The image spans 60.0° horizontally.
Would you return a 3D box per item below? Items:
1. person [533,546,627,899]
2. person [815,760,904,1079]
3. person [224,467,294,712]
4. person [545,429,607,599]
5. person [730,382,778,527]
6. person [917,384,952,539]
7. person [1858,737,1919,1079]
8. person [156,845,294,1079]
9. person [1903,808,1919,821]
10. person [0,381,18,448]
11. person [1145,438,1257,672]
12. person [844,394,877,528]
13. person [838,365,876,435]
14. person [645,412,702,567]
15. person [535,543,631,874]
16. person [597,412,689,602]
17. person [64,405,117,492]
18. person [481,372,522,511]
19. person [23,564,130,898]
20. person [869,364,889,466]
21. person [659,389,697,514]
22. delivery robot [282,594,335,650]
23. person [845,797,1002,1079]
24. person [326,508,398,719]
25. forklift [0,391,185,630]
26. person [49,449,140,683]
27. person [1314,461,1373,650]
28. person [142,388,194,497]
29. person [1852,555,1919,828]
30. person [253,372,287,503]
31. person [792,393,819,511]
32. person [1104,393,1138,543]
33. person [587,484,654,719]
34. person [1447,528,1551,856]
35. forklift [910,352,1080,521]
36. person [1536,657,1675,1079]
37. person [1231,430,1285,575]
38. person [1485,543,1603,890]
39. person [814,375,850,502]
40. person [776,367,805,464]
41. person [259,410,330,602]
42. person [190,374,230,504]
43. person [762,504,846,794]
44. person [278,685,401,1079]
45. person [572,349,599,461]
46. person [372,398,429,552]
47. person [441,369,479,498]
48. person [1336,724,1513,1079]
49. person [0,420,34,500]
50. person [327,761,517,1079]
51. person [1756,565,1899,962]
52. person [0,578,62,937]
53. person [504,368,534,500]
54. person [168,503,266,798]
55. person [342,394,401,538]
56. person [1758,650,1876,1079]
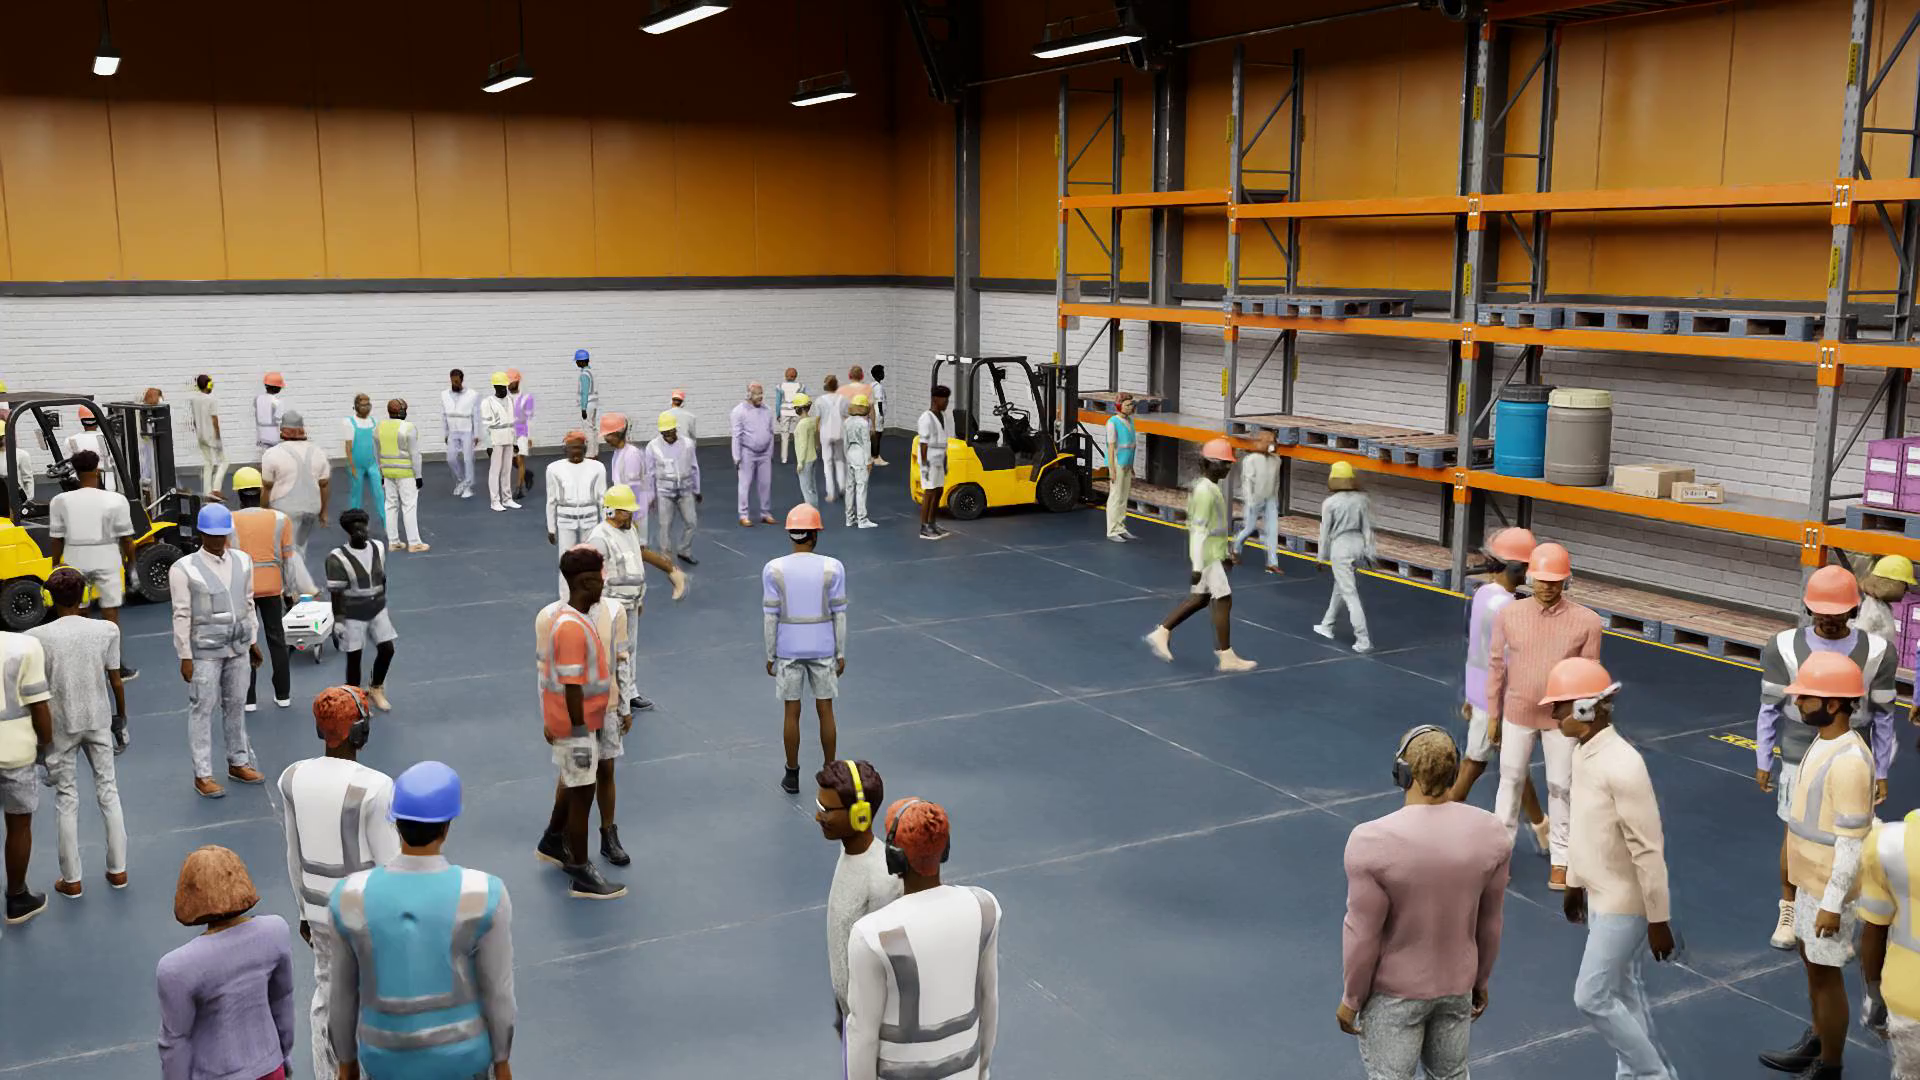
[{"bbox_3d":[-2.170,1.011,9.286,0.558,1.962,0.708,-1,10,-9],"label":"person"},{"bbox_3d":[-0.341,1.666,5.800,0.325,1.862,0.511,-3,10,-18],"label":"person"},{"bbox_3d":[-5.511,0.386,13.012,0.582,1.919,0.394,-8,13,-38],"label":"person"},{"bbox_3d":[-3.699,-0.132,16.092,0.575,1.881,0.366,-3,10,-17],"label":"person"},{"bbox_3d":[-2.678,-1.116,21.721,0.658,1.896,0.399,-8,13,-38],"label":"person"},{"bbox_3d":[-0.300,-0.981,20.779,0.452,1.942,0.618,4,11,24],"label":"person"},{"bbox_3d":[3.476,1.617,5.828,0.645,1.941,0.484,8,13,39],"label":"person"},{"bbox_3d":[-2.447,1.818,5.599,0.280,1.624,0.493,5,11,27],"label":"person"},{"bbox_3d":[4.072,1.599,6.709,0.577,1.665,0.372,3,10,16],"label":"person"},{"bbox_3d":[-13.571,-1.371,23.547,0.531,1.767,0.328,3,10,15],"label":"person"},{"bbox_3d":[2.081,0.123,14.275,0.917,2.010,0.598,2,10,9],"label":"person"},{"bbox_3d":[-1.307,-1.029,21.667,0.308,1.736,0.484,-9,13,-42],"label":"person"},{"bbox_3d":[-1.601,-1.793,25.781,0.578,1.832,0.608,1,10,6],"label":"person"},{"bbox_3d":[-3.221,-0.552,18.701,0.628,1.809,0.466,-5,11,-27],"label":"person"},{"bbox_3d":[-2.154,0.968,9.625,0.549,1.930,0.386,-6,12,-32],"label":"person"},{"bbox_3d":[-3.205,-0.294,16.696,0.835,1.999,0.682,-5,11,-26],"label":"person"},{"bbox_3d":[-9.590,-0.560,18.450,0.558,1.925,0.421,-4,11,-22],"label":"person"},{"bbox_3d":[-6.356,-1.371,23.083,0.367,1.927,0.590,5,11,27],"label":"person"},{"bbox_3d":[-4.917,1.060,9.276,0.506,1.864,0.331,-7,12,-36],"label":"person"},{"bbox_3d":[-1.377,-2.094,27.910,0.317,1.696,0.539,-3,10,-16],"label":"person"},{"bbox_3d":[-3.871,-1.208,22.791,0.566,1.696,0.790,-5,11,-26],"label":"person"},{"bbox_3d":[-5.767,0.722,14.709,0.477,0.478,0.707,-1,10,-9],"label":"delivery robot"},{"bbox_3d":[-0.111,1.742,5.325,0.568,1.879,0.349,-8,13,-39],"label":"person"},{"bbox_3d":[-4.571,0.566,12.669,0.423,1.665,0.557,8,12,37],"label":"person"},{"bbox_3d":[-9.026,-0.363,16.508,1.214,2.155,2.313,6,11,29],"label":"forklift"},{"bbox_3d":[-7.230,0.221,13.899,0.689,1.945,0.578,-3,10,-15],"label":"person"},{"bbox_3d":[3.510,0.131,15.127,0.494,1.687,0.947,-4,11,-23],"label":"person"},{"bbox_3d":[-11.607,-1.410,24.210,0.787,1.598,0.530,1,10,4],"label":"person"},{"bbox_3d":[5.705,0.942,10.345,0.577,1.710,0.506,7,12,36],"label":"person"},{"bbox_3d":[-9.790,-1.448,23.632,0.571,1.891,0.800,3,10,16],"label":"person"},{"bbox_3d":[-2.016,-1.015,21.502,0.322,1.765,0.533,2,10,9],"label":"person"},{"bbox_3d":[1.983,-0.896,20.581,0.379,1.844,0.570,6,12,31],"label":"person"},{"bbox_3d":[-2.621,0.469,12.810,0.403,1.820,0.598,3,10,17],"label":"person"},{"bbox_3d":[3.223,0.922,9.680,1.004,1.989,0.622,2,10,9],"label":"person"},{"bbox_3d":[0.460,-1.461,22.833,2.313,2.155,1.214,-5,11,-28],"label":"forklift"},{"bbox_3d":[2.613,1.452,6.764,0.565,1.947,0.648,1,10,7],"label":"person"},{"bbox_3d":[3.359,-0.449,18.691,0.497,1.603,0.755,-4,11,-23],"label":"person"},{"bbox_3d":[3.265,0.989,9.349,0.610,1.986,0.407,4,11,21],"label":"person"},{"bbox_3d":[-1.845,-1.455,23.868,0.514,1.829,0.484,-4,11,-21],"label":"person"},{"bbox_3d":[-2.860,-2.102,28.143,0.519,1.630,0.317,-1,10,-6],"label":"person"},{"bbox_3d":[-6.717,-0.336,16.796,0.867,2.000,0.691,7,12,34],"label":"person"},{"bbox_3d":[-10.680,-1.435,23.678,0.549,1.844,0.466,4,11,21],"label":"person"},{"bbox_3d":[-1.029,0.721,11.029,0.547,1.930,0.384,-1,10,-5],"label":"person"},{"bbox_3d":[-2.444,1.506,6.683,0.578,1.878,0.352,5,11,26],"label":"person"},{"bbox_3d":[-6.329,-2.262,28.187,0.416,1.939,0.604,0,10,-1],"label":"person"},{"bbox_3d":[-6.675,-0.771,19.876,0.619,1.845,0.430,4,11,21],"label":"person"},{"bbox_3d":[-7.268,-1.557,24.257,0.599,1.895,0.445,1,10,7],"label":"person"},{"bbox_3d":[1.634,1.599,5.953,0.632,1.940,0.372,-3,10,-16],"label":"person"},{"bbox_3d":[-10.356,-0.423,18.089,0.533,1.768,0.311,-1,10,-8],"label":"person"},{"bbox_3d":[-1.767,1.693,5.462,0.613,1.919,0.728,-1,10,-6],"label":"person"},{"bbox_3d":[4.386,1.121,8.462,0.616,2.028,0.409,5,11,26],"label":"person"},{"bbox_3d":[-5.100,1.107,8.757,0.664,1.947,0.473,-3,10,-18],"label":"person"},{"bbox_3d":[-6.432,-1.569,24.301,0.547,1.909,0.770,2,10,13],"label":"person"},{"bbox_3d":[-4.903,0.714,11.025,0.402,1.943,0.608,6,11,30],"label":"person"},{"bbox_3d":[-7.376,-0.906,20.751,0.810,1.814,0.519,9,13,41],"label":"person"},{"bbox_3d":[3.613,1.415,7.017,0.373,1.934,0.551,3,10,18],"label":"person"}]
